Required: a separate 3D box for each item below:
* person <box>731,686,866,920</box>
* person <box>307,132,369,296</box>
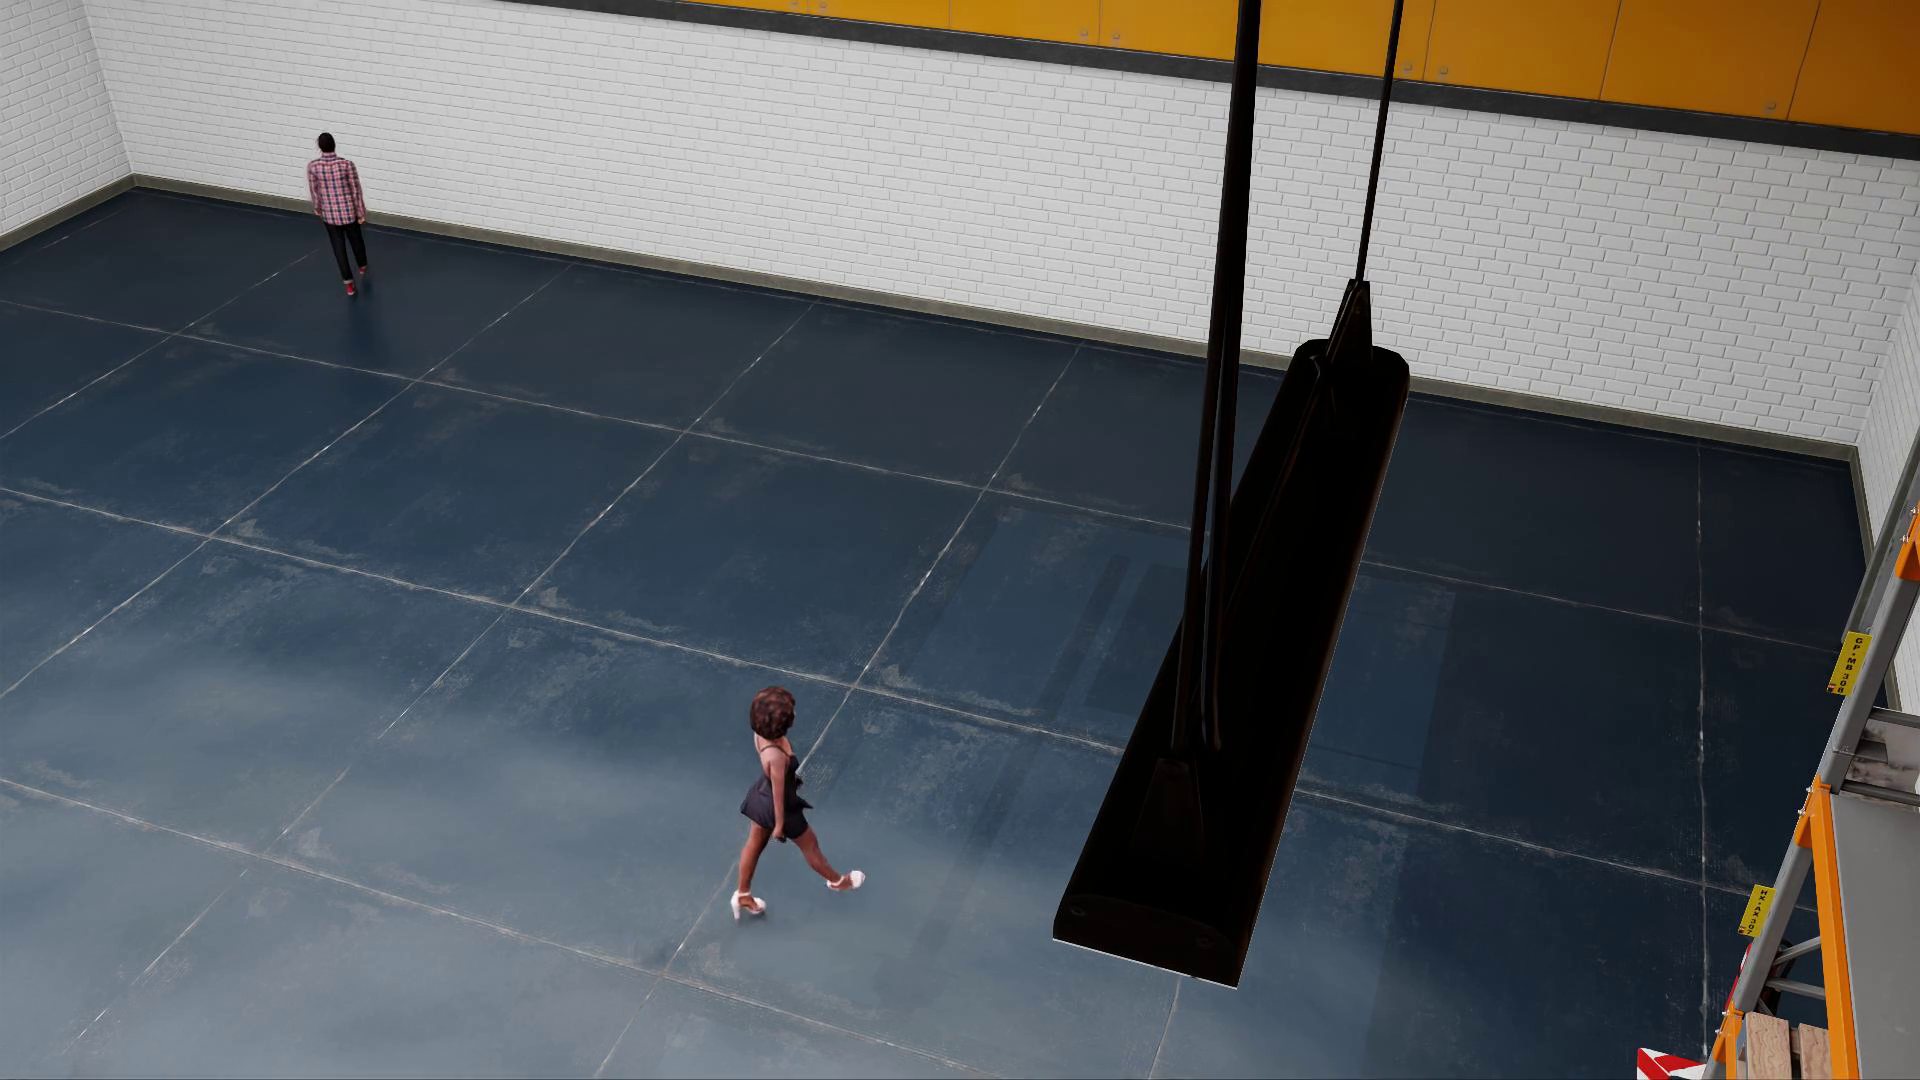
[{"bbox_3d":[-1.202,1.654,10.110,1.088,1.746,1.018,-15,36,-21],"label":"person"},{"bbox_3d":[-6.658,-3.470,17.839,1.070,1.724,1.196,-9,35,-13],"label":"person"}]
